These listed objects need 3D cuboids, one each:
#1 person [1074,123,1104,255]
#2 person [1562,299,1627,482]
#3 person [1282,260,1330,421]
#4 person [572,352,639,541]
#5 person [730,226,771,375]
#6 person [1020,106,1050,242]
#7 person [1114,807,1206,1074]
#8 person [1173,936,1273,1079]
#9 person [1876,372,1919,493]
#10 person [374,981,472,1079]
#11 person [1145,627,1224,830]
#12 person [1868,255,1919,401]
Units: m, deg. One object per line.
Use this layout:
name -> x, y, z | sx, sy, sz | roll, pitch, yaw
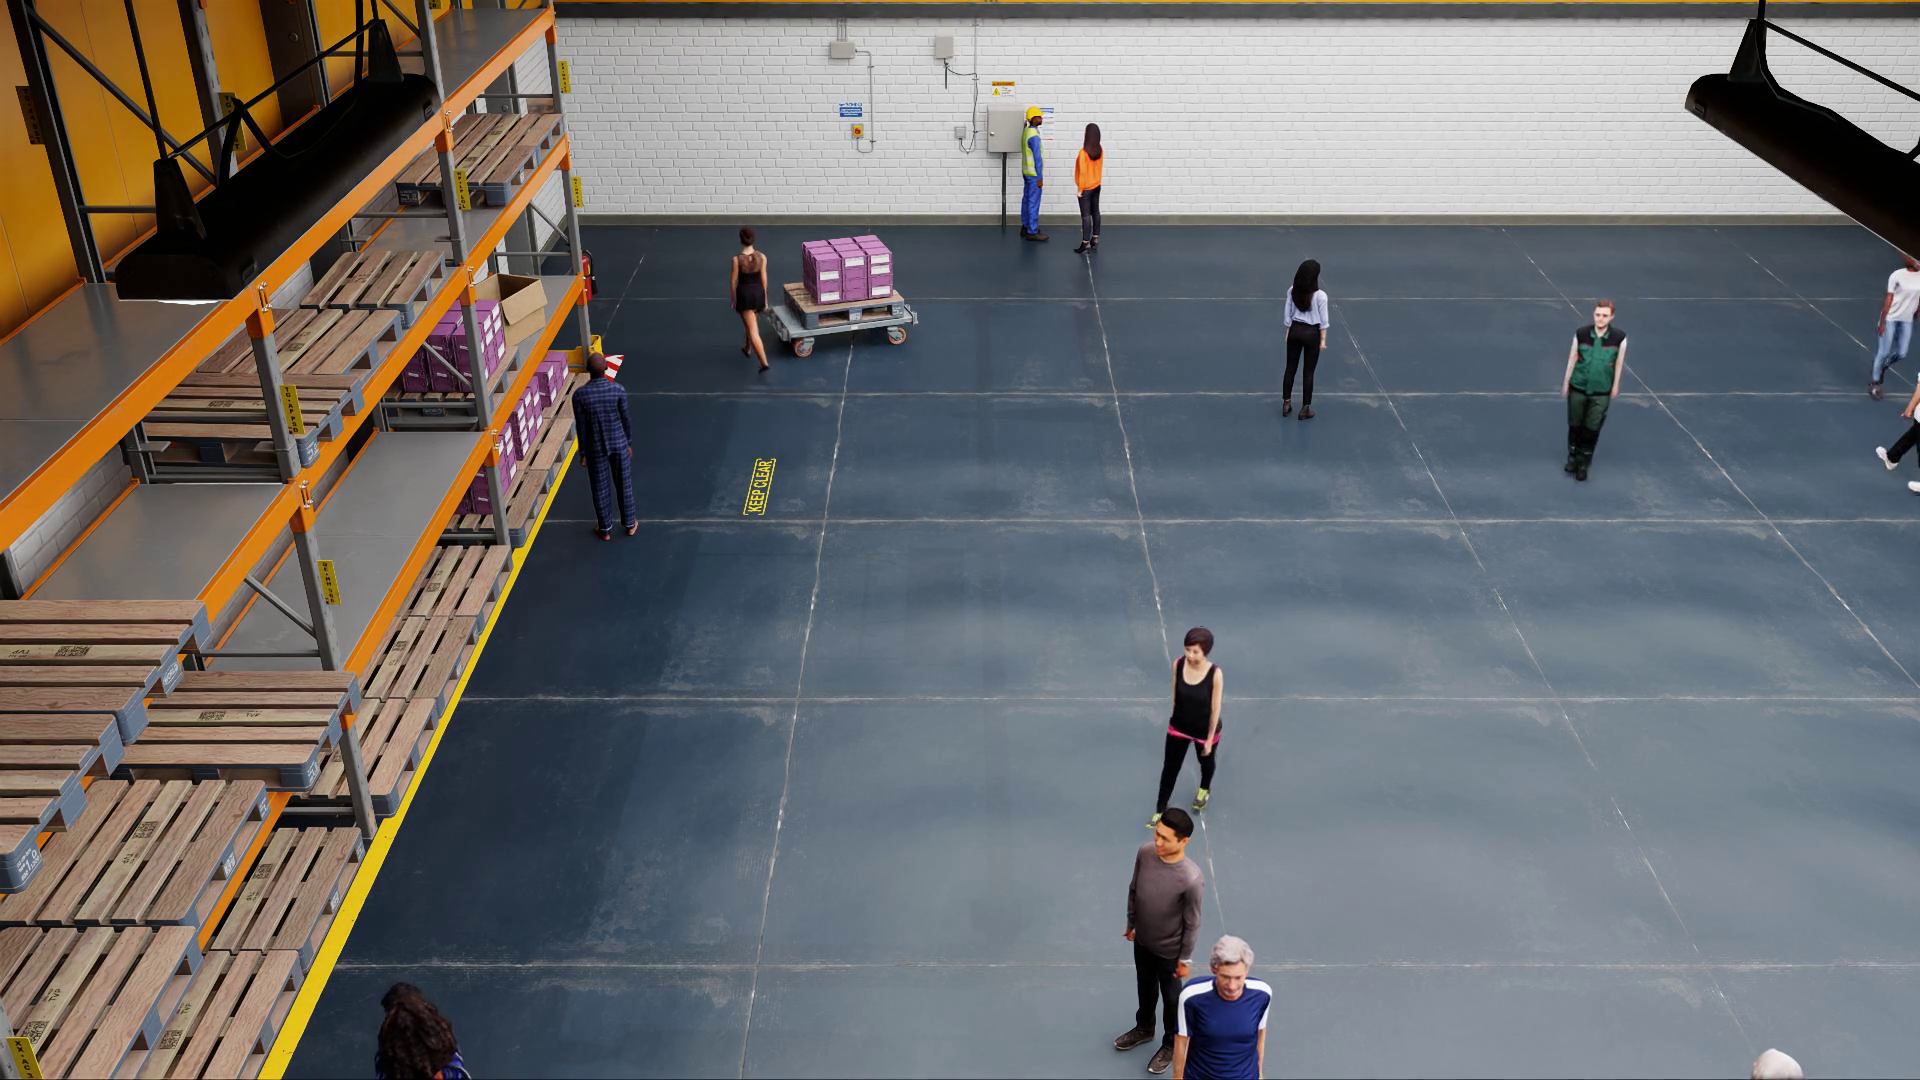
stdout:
person -> 1.740, -4.715, 22.256 | 0.766, 1.748, 0.692 | 23, 36, 35
person -> 6.191, -1.510, 16.296 | 0.809, 1.829, 0.865 | 13, 31, 23
person -> 3.613, -2.114, 17.492 | 0.732, 1.744, 0.750 | 18, 33, 30
person -> -3.211, -0.861, 15.116 | 0.743, 1.820, 0.732 | -11, 30, -19
person -> -2.311, -2.643, 18.579 | 0.936, 1.632, 1.223 | -14, 32, -25
person -> 0.998, -5.030, 22.765 | 0.777, 1.813, 0.606 | -7, 29, -12
person -> 1.160, 2.257, 9.453 | 0.766, 1.768, 0.689 | 5, 29, 9
person -> 1.323, 2.733, 8.510 | 0.658, 1.837, 0.573 | -4, 29, -6
person -> 9.377, -1.219, 15.947 | 0.916, 1.652, 1.146 | -11, 31, -20
person -> -2.715, 2.880, 8.471 | 0.695, 1.615, 0.738 | -21, 35, -34
person -> 1.675, 1.254, 11.551 | 0.843, 1.520, 1.044 | 15, 32, 25
person -> 10.117, -2.391, 18.034 | 0.609, 1.711, 0.711 | 2, 29, 4
